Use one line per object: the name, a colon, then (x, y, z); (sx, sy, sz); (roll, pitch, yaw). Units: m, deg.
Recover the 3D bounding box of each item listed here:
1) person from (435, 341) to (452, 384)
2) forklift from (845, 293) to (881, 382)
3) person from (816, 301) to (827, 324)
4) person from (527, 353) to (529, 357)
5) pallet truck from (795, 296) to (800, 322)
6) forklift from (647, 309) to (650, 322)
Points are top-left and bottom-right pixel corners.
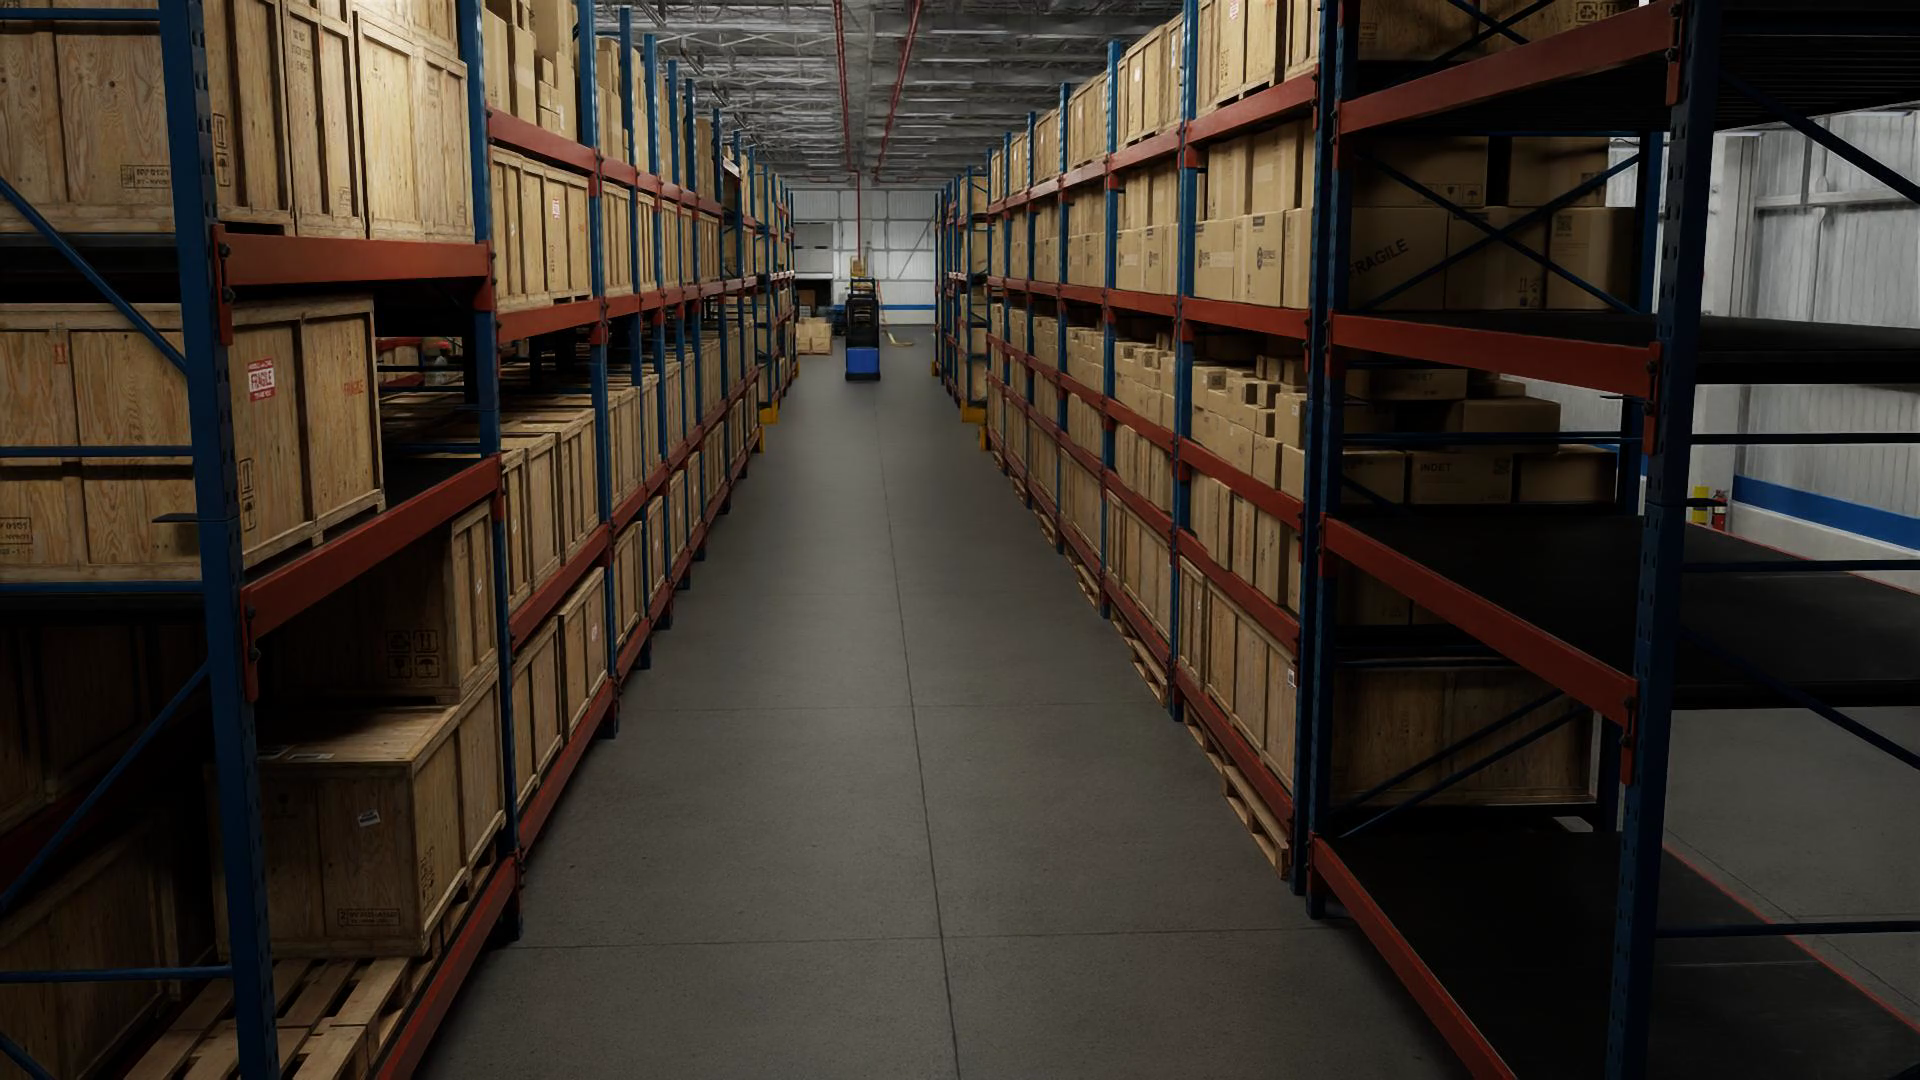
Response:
person: (-11.905, -3.579, 38.412); (0.468, 2.029, 0.616); (-1, 10, -5)
forklift: (-3.133, -6.515, 53.387); (1.129, 2.768, 1.873); (-1, 10, -4)
person: (-6.808, -10.857, 82.308); (0.939, 1.899, 0.631); (6, 11, 30)
person: (-9.596, -3.332, 37.479); (0.624, 1.841, 0.430); (-4, 10, -23)
pallet truck: (-8.622, -12.439, 91.403); (1.885, 1.965, 0.823); (2, 10, 13)
forklift: (-9.230, -5.946, 49.986); (1.873, 2.768, 1.129); (-4, 10, -22)
